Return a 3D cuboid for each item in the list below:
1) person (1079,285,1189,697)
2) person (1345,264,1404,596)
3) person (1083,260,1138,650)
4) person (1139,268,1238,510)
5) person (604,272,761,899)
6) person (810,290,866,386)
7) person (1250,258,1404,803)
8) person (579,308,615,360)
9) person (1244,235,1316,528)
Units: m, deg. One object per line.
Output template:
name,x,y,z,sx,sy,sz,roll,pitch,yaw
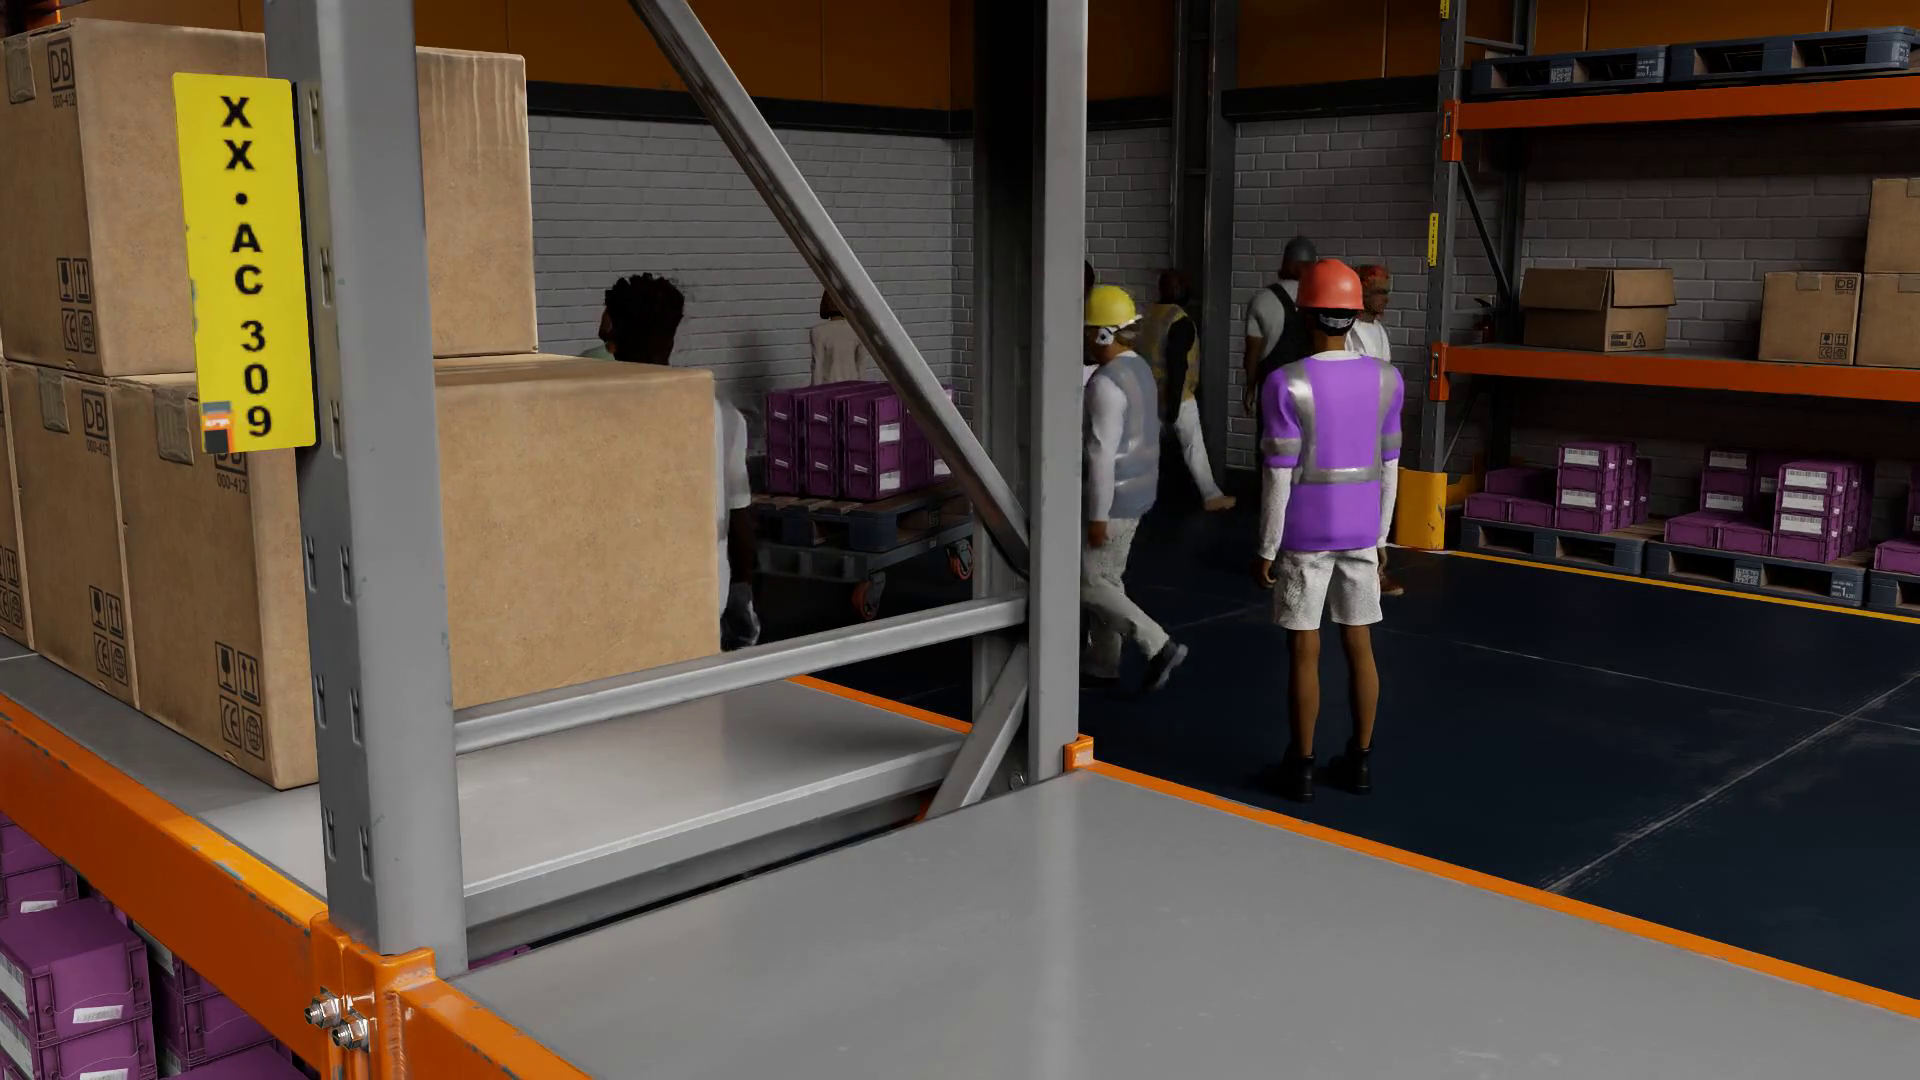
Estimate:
person,0.694,-0.183,7.155,0.521,1.812,0.608,4,11,19
person,2.206,-0.623,9.431,0.650,1.869,0.581,9,14,40
person,0.565,-0.422,8.179,0.597,1.917,0.375,3,11,15
person,1.534,-1.078,12.145,0.995,1.792,0.634,-5,11,-23
person,-0.931,0.166,4.991,0.995,1.911,0.625,7,13,35
person,-0.943,-1.139,12.864,0.498,1.633,0.284,-7,13,-35
person,1.296,-0.025,5.956,0.542,1.939,0.369,-3,11,-16
person,-2.025,-0.612,9.992,0.507,1.632,0.267,-1,10,-5
person,2.324,-1.102,11.555,0.690,2.000,0.597,2,11,11
